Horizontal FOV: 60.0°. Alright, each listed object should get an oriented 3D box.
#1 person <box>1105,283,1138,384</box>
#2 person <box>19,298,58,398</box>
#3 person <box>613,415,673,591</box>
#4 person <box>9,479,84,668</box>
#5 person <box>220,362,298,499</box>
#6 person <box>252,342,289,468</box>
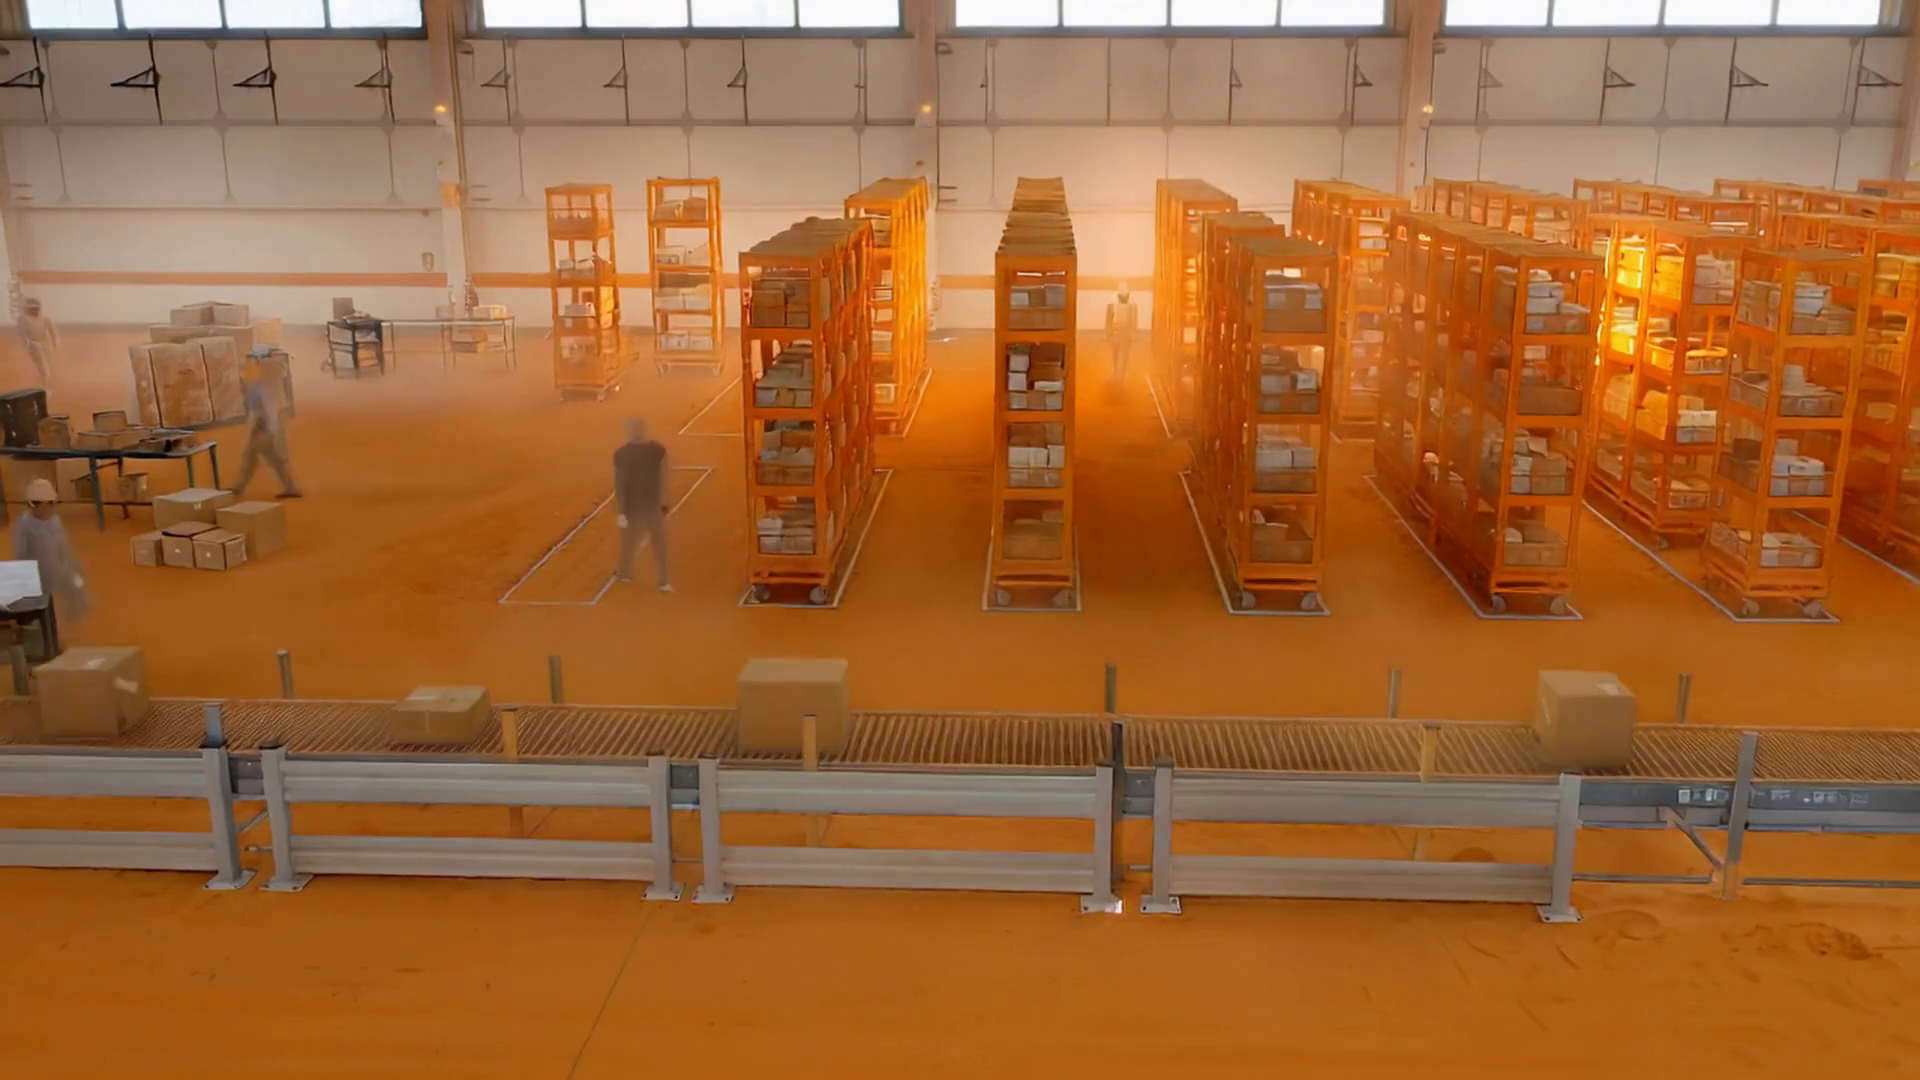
[{"bbox_3d":[2.926,-3.773,30.123,0.580,1.805,0.772,2,15,9],"label":"person"},{"bbox_3d":[-15.912,-3.331,28.669,0.852,1.710,0.498,12,19,37],"label":"person"},{"bbox_3d":[-3.338,-0.391,17.486,0.662,1.861,1.005,-12,19,-37],"label":"person"},{"bbox_3d":[-8.131,0.328,14.934,0.929,1.779,0.617,1,15,2],"label":"person"},{"bbox_3d":[-9.024,-1.377,21.242,0.970,1.789,0.594,-4,16,-14],"label":"person"},{"bbox_3d":[-9.655,-1.883,23.205,0.326,1.752,0.561,5,16,19],"label":"person"}]
